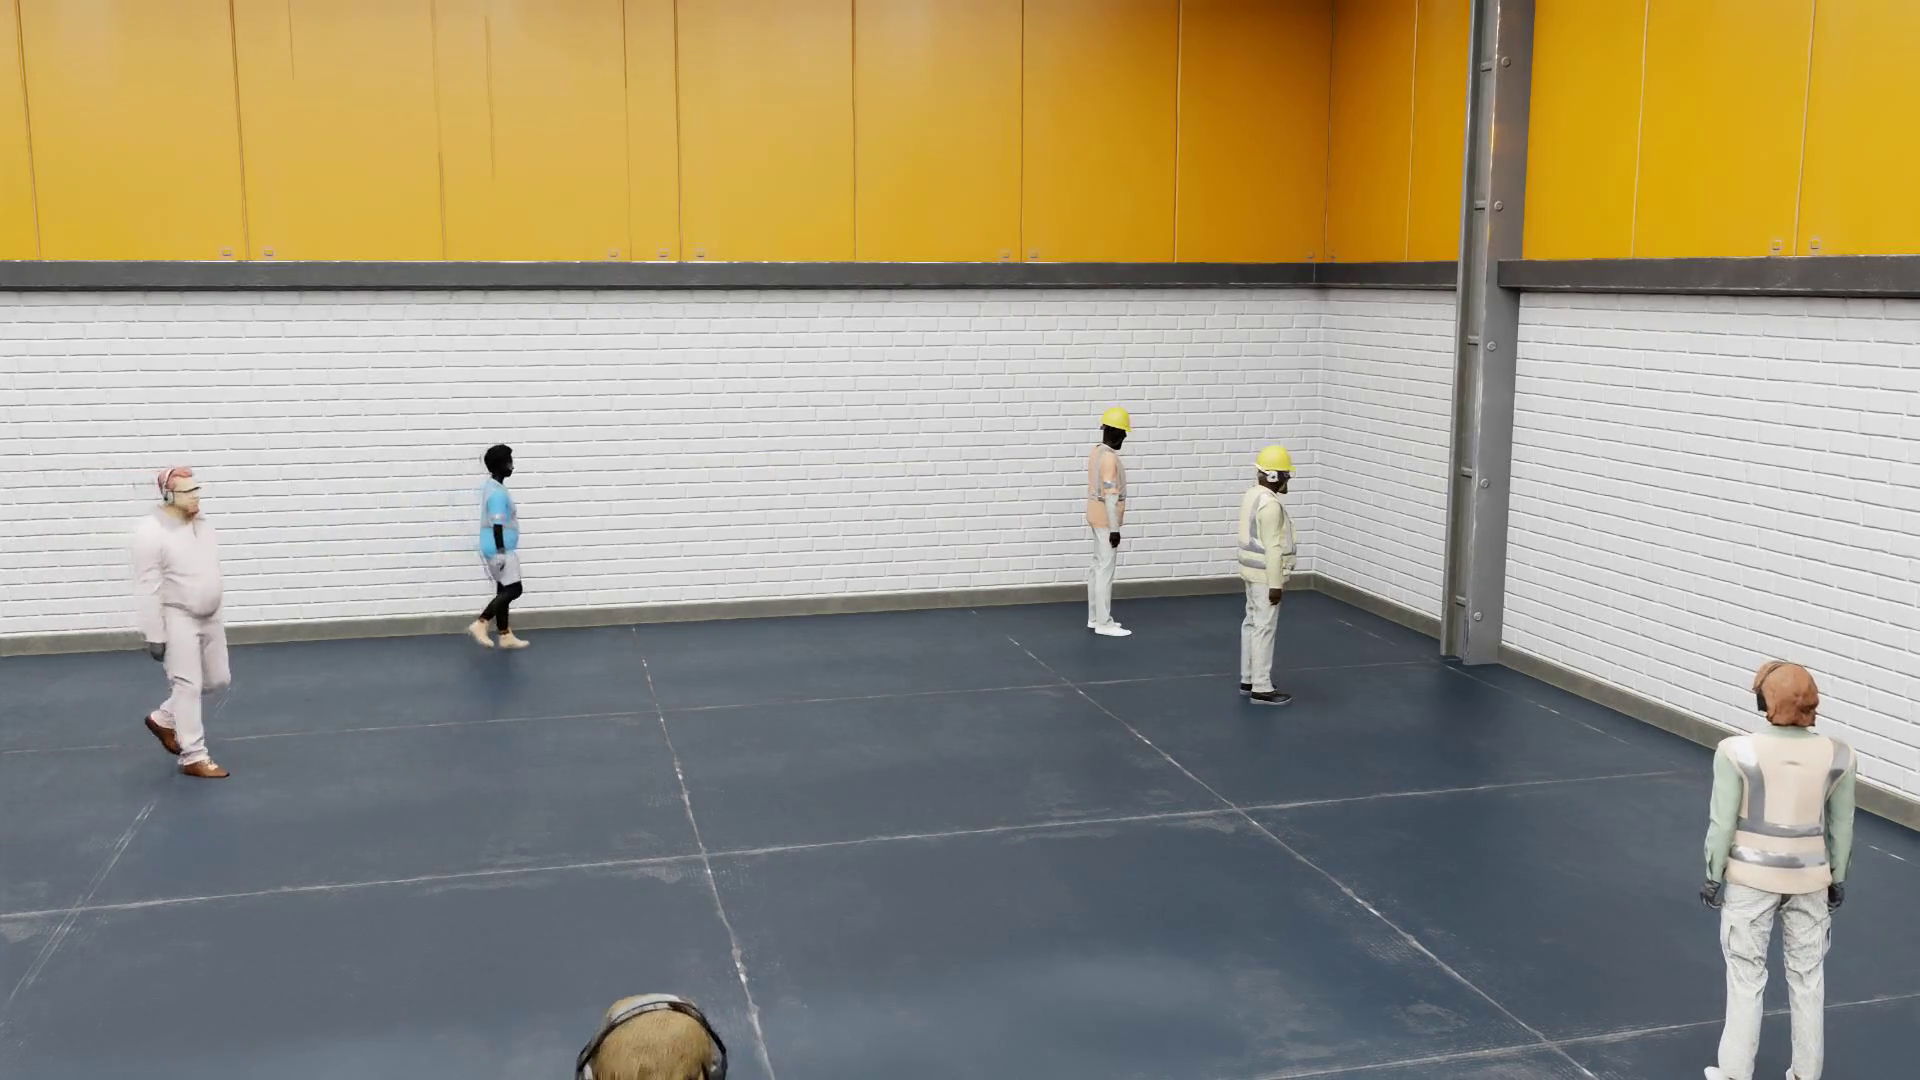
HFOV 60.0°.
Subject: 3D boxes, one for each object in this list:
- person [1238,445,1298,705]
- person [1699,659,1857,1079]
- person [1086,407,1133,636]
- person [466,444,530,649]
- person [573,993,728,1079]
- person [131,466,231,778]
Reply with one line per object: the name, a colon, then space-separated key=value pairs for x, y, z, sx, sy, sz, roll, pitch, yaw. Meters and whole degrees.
person: x=2.177 y=0.242 z=11.771 sx=0.403 sy=1.827 sz=0.601 roll=-1 pitch=9 yaw=-5
person: x=2.974 y=1.251 z=6.070 sx=0.523 sy=1.636 sz=0.310 roll=1 pitch=9 yaw=4
person: x=1.255 y=-0.157 z=13.982 sx=0.382 sy=1.918 sz=0.585 roll=-1 pitch=9 yaw=-7
person: x=-3.699 y=0.071 z=13.294 sx=0.401 sy=1.685 sz=0.535 roll=-3 pitch=10 yaw=-20
person: x=-0.513 y=1.640 z=2.787 sx=0.644 sy=1.917 sz=0.399 roll=-3 pitch=10 yaw=-18
person: x=-4.714 y=0.490 z=10.027 sx=0.578 sy=1.896 sz=0.643 roll=2 pitch=9 yaw=12
